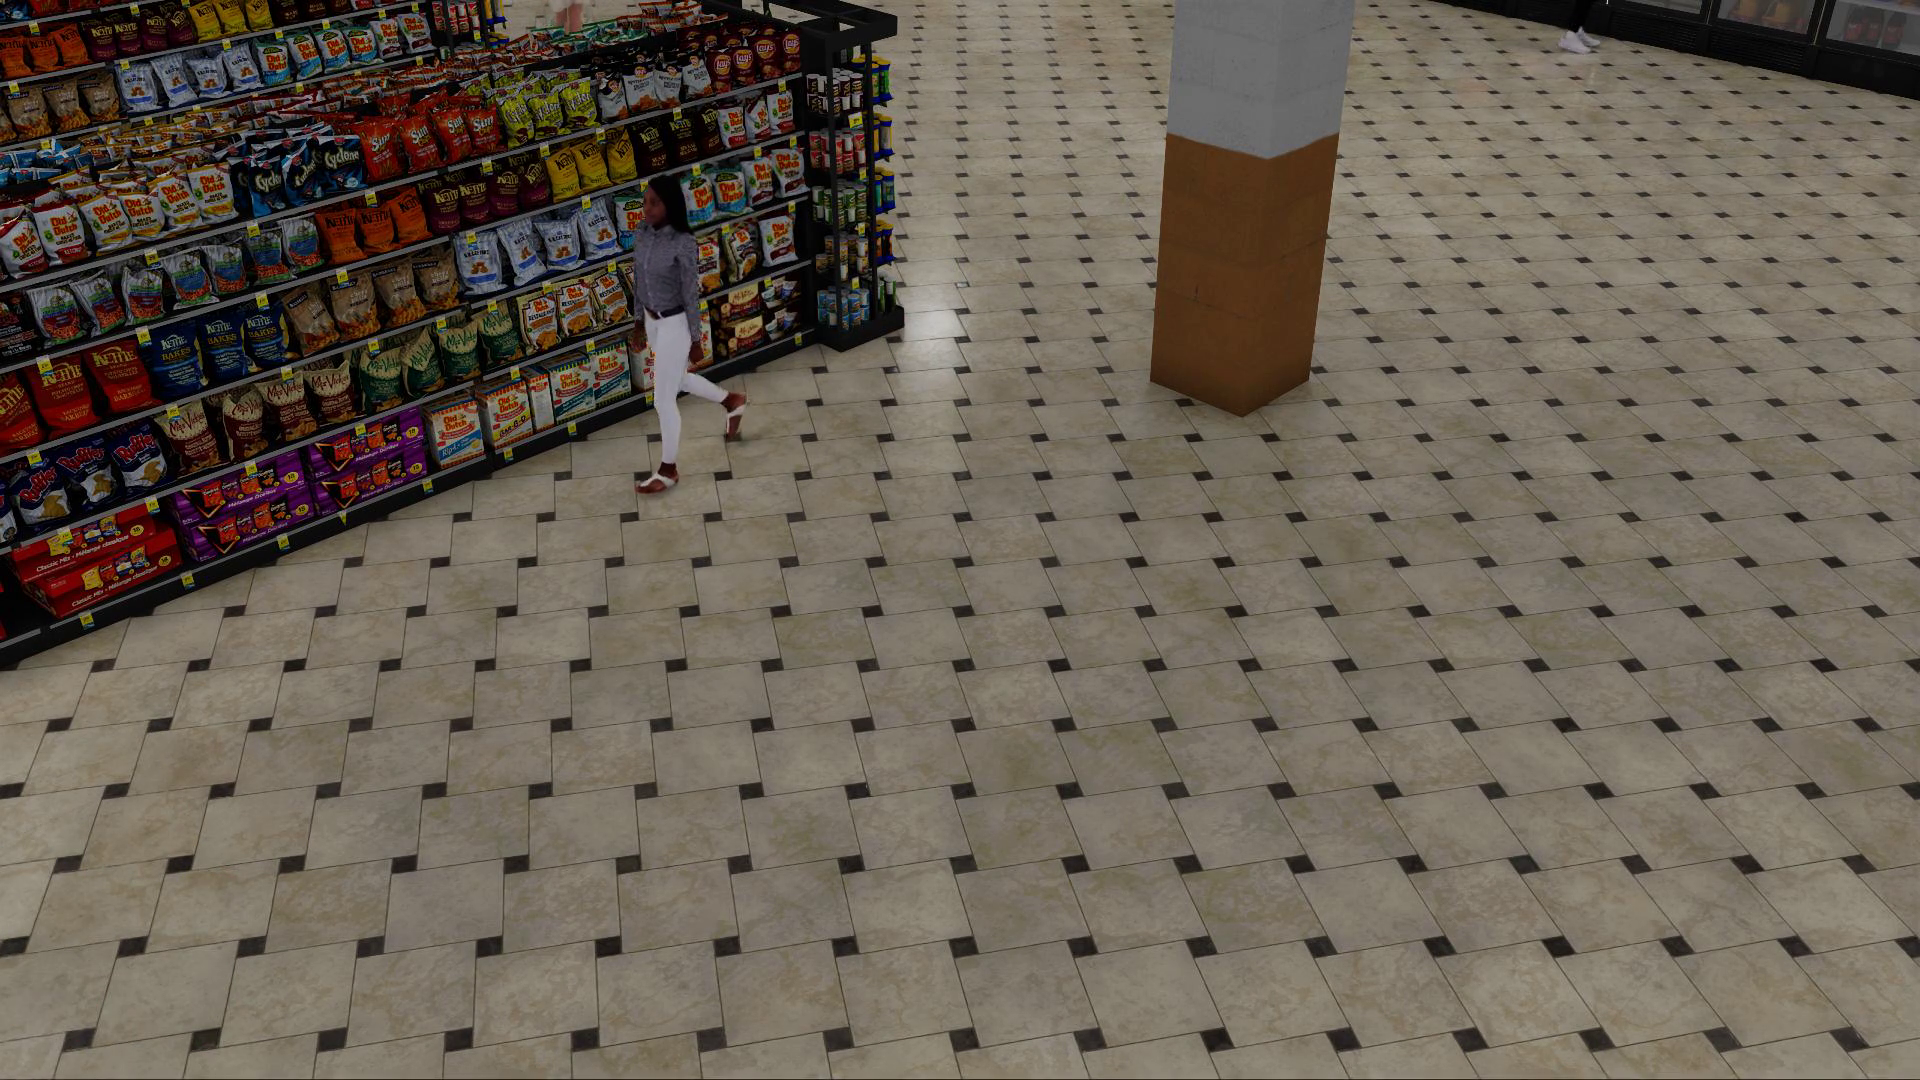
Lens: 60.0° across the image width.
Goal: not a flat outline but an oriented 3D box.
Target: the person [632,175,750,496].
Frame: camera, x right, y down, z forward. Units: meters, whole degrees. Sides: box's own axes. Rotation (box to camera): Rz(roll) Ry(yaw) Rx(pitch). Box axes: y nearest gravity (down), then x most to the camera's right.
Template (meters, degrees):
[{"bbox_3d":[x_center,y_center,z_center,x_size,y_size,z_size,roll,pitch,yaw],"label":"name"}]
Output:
[{"bbox_3d":[-1.467,-1.124,8.819,0.571,1.698,1.077,28,41,37],"label":"person"}]

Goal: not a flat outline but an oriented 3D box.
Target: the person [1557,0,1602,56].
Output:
[{"bbox_3d":[6.063,-5.654,15.987,0.841,1.817,0.717,11,34,17],"label":"person"}]

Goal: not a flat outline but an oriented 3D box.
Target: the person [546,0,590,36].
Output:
[{"bbox_3d":[-3.595,-5.071,15.185,1.150,1.675,1.073,-7,33,-11],"label":"person"}]
